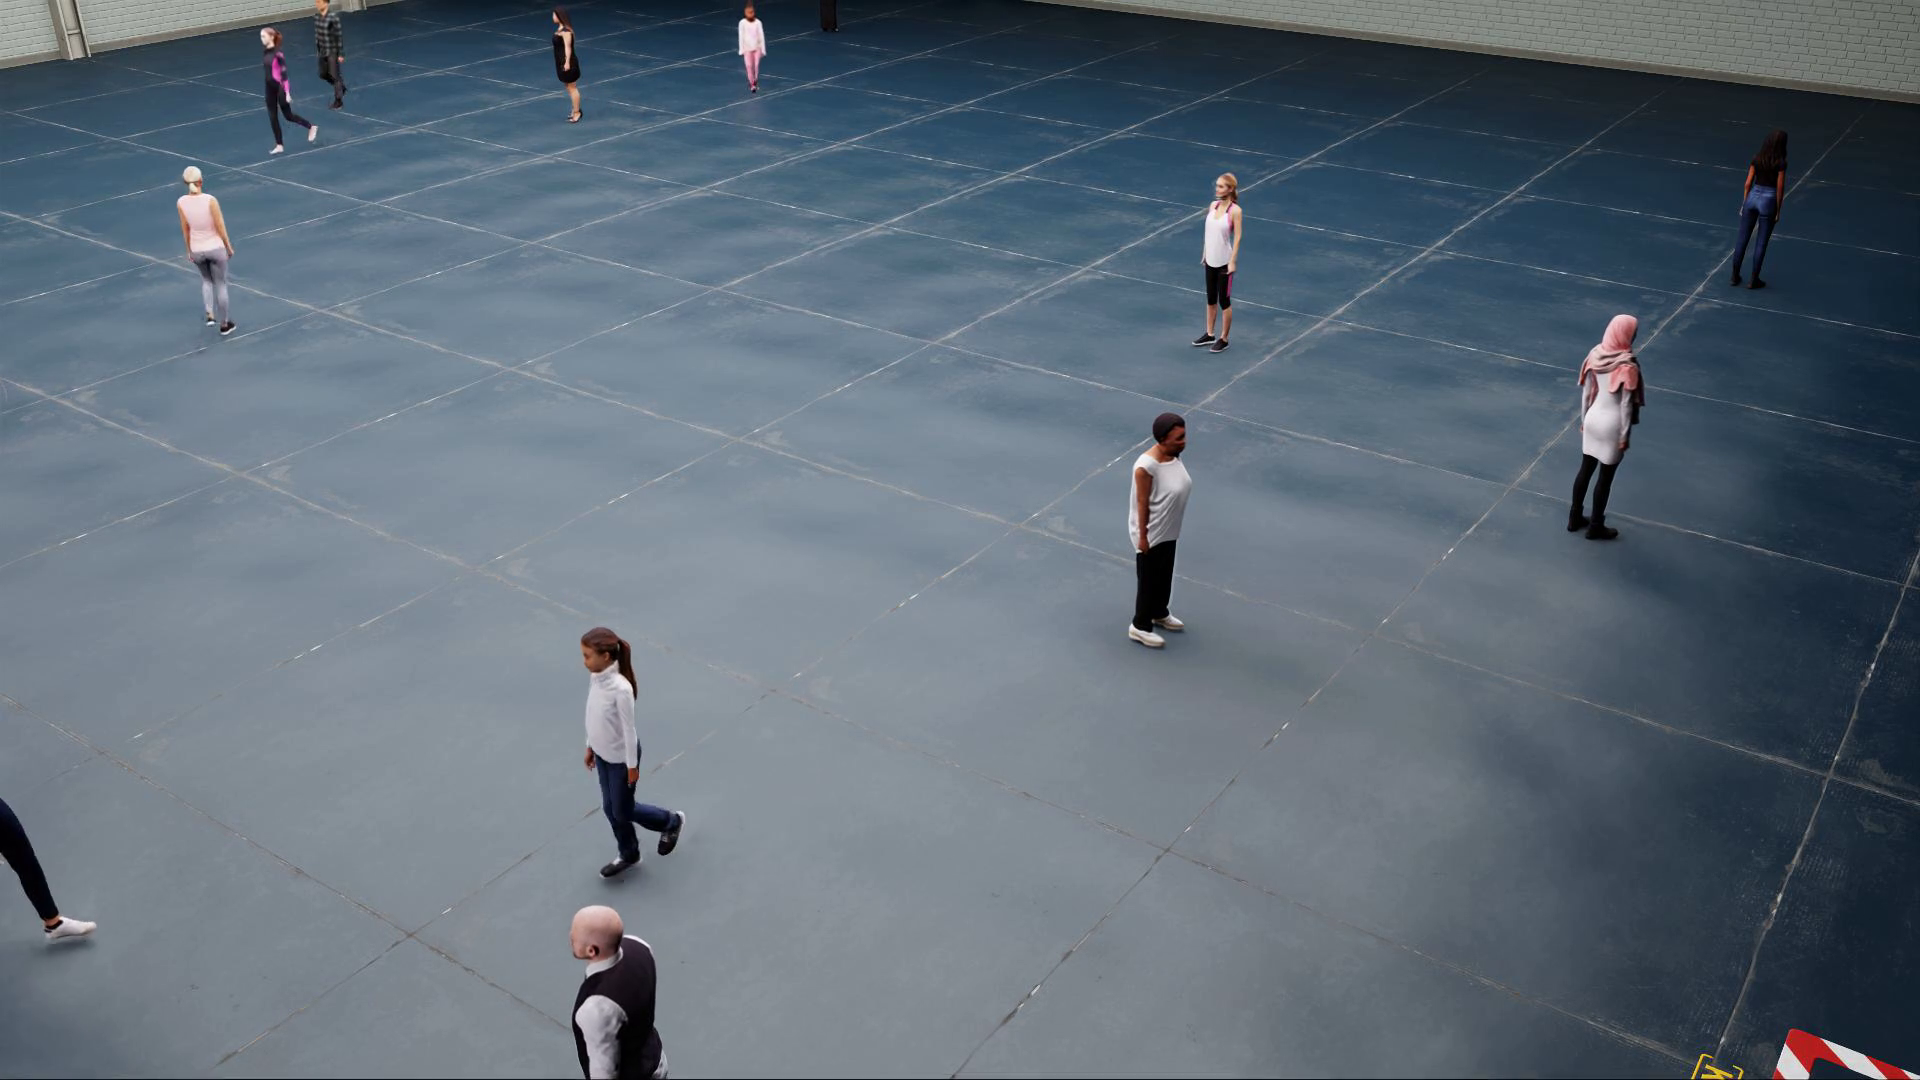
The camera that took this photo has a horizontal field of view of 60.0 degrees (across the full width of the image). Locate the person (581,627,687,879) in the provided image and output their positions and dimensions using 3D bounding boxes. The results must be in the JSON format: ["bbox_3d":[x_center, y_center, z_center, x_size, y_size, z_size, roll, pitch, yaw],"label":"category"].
[{"bbox_3d":[-1.829,1.154,9.214,0.792,1.539,0.612,-24,36,-39],"label":"person"}]

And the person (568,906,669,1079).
[{"bbox_3d":[-1.370,2.231,6.811,0.842,1.822,0.720,3,27,6],"label":"person"}]

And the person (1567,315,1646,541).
[{"bbox_3d":[4.987,-0.869,12.853,0.749,1.803,0.729,-12,30,-22],"label":"person"}]

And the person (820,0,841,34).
[{"bbox_3d":[-2.544,-10.592,31.956,0.618,1.601,0.584,11,29,20],"label":"person"}]

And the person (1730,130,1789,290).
[{"bbox_3d":[8.818,-3.652,18.329,0.580,1.738,0.605,-25,36,-39],"label":"person"}]

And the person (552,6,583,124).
[{"bbox_3d":[-5.966,-7.244,25.328,0.810,1.716,0.763,-7,28,-13],"label":"person"}]

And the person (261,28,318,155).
[{"bbox_3d":[-9.634,-6.397,23.674,0.564,1.725,1.009,17,32,30],"label":"person"}]

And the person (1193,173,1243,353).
[{"bbox_3d":[2.600,-2.768,16.557,0.628,1.788,0.664,-19,33,-32],"label":"person"}]

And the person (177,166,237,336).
[{"bbox_3d":[-7.666,-2.906,16.909,0.681,1.712,0.730,0,27,0],"label":"person"}]

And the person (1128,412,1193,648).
[{"bbox_3d":[1.378,-0.095,11.476,0.700,1.687,0.533,17,32,29],"label":"person"}]

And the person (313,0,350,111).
[{"bbox_3d":[-9.518,-7.433,25.207,0.750,1.708,0.801,13,30,23],"label":"person"}]

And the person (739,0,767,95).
[{"bbox_3d":[-3.415,-8.051,27.225,0.955,1.415,0.969,-8,28,-15],"label":"person"}]
